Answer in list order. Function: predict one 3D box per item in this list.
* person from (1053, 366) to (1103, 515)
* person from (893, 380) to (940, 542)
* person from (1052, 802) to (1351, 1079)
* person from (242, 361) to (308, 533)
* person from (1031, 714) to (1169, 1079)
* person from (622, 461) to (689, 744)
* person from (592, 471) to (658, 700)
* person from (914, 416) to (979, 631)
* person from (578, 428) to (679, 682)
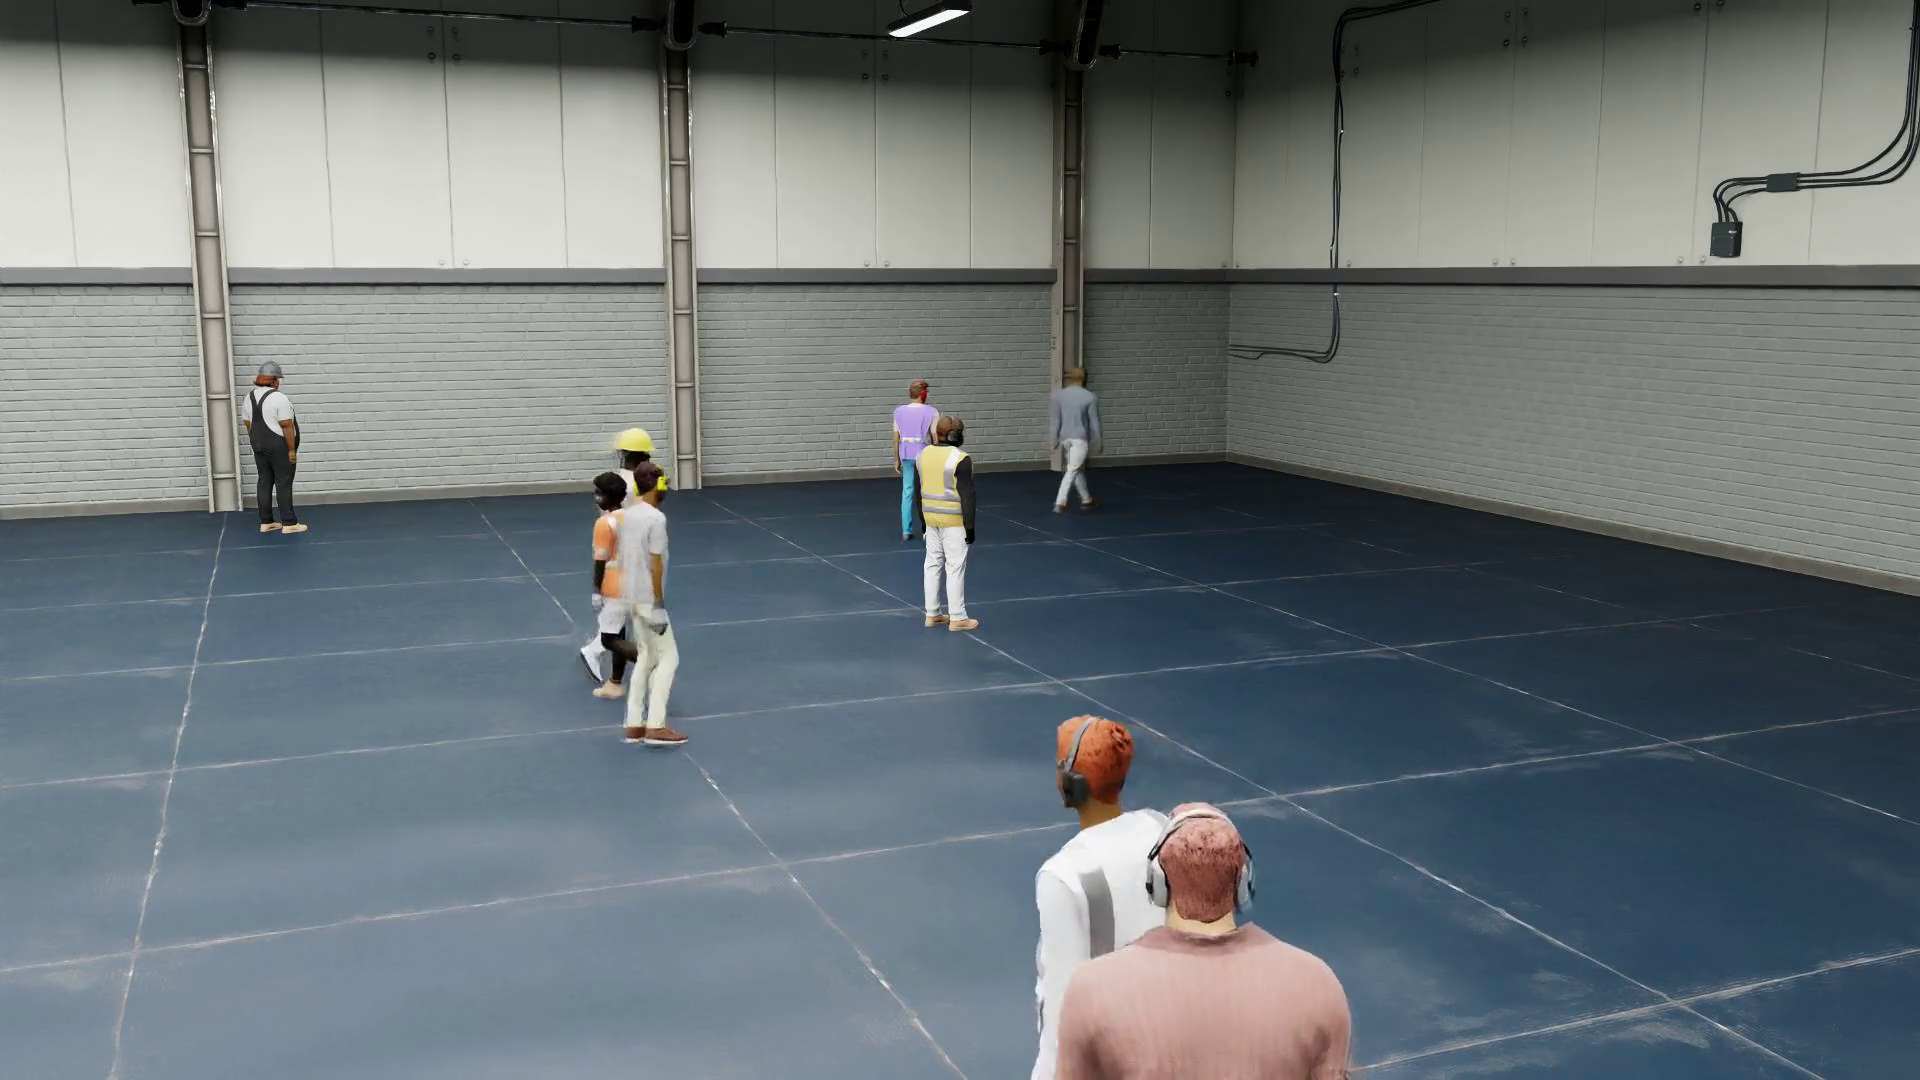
[{"bbox_3d":[1.483,-1.272,21.214,0.650,1.891,1.030,8,12,42],"label":"person"},{"bbox_3d":[-0.492,-0.899,18.976,0.567,1.841,0.377,4,10,22],"label":"person"},{"bbox_3d":[0.527,1.510,3.827,0.670,1.847,1.029,-1,9,-4],"label":"person"},{"bbox_3d":[-8.067,-1.103,19.642,0.683,2.000,0.538,4,10,24],"label":"person"},{"bbox_3d":[0.443,1.393,4.605,0.931,1.854,0.583,9,12,43],"label":"person"},{"bbox_3d":[-2.037,0.403,10.842,0.453,1.829,0.577,-7,11,-36],"label":"person"},{"bbox_3d":[-2.347,0.349,11.641,0.663,1.677,0.546,3,9,16],"label":"person"},{"bbox_3d":[-0.096,-0.147,14.272,0.634,1.839,0.429,9,12,43],"label":"person"},{"bbox_3d":[-2.517,0.107,12.512,0.850,1.901,0.597,-8,12,-40],"label":"person"}]
